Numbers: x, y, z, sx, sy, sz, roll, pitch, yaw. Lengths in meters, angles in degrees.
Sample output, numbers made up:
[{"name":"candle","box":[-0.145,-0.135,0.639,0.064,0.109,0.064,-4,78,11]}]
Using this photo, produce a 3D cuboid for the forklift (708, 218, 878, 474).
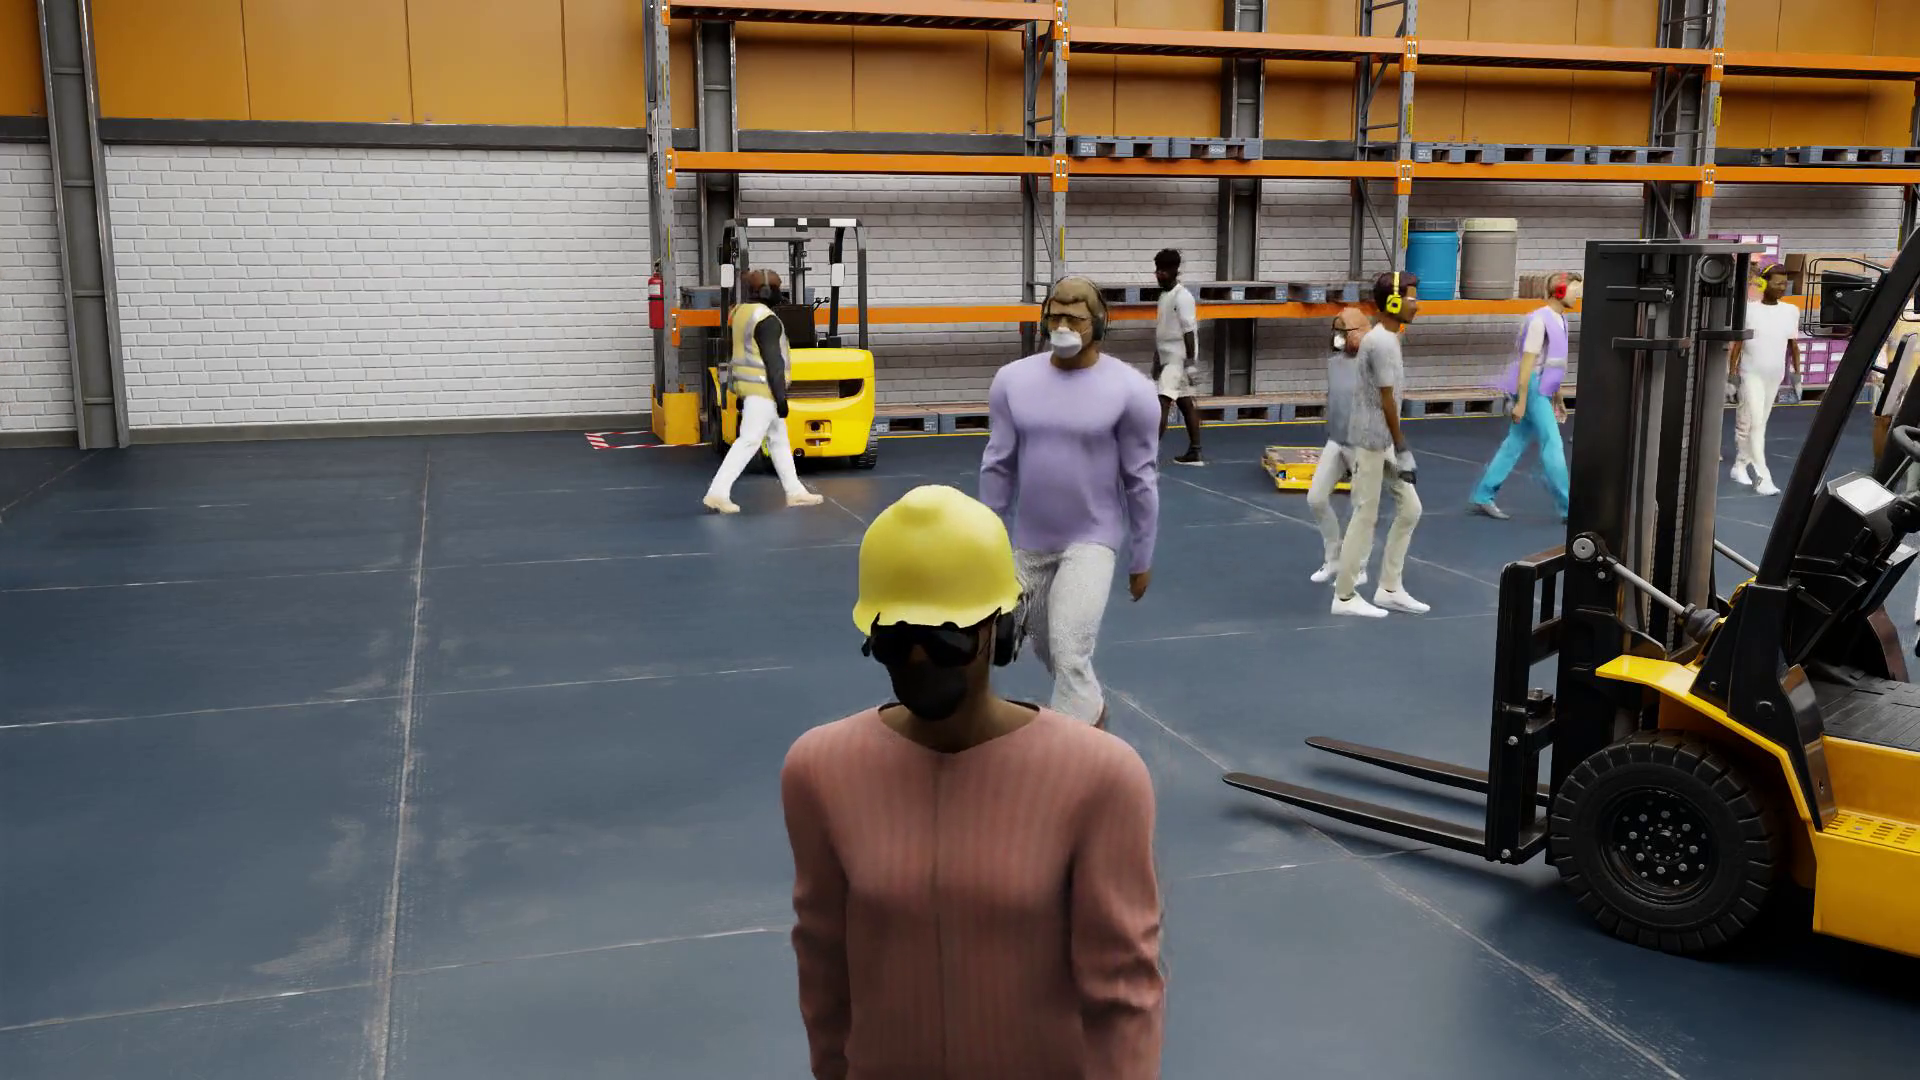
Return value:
[{"name":"forklift","box":[-1.522,-1.778,14.899,1.214,2.155,2.313,-3,11,-17]}]

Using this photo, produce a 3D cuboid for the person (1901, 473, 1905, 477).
[{"name":"person","box":[8.106,-1.437,13.835,0.856,1.891,0.534,-3,11,-16]}]

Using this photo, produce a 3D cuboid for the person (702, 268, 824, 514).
[{"name":"person","box":[-1.490,-1.094,12.251,0.962,1.801,0.646,-5,11,-24]}]

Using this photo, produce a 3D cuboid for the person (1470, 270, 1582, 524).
[{"name":"person","box":[4.090,-1.002,11.765,0.919,1.791,0.578,5,12,26]}]

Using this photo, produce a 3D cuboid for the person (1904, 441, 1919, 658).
[{"name":"person","box":[4.680,-0.187,7.715,0.538,1.623,0.399,8,13,39]}]

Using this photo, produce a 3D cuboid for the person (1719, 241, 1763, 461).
[{"name":"person","box":[7.018,-1.689,14.994,0.622,1.987,0.405,0,10,2]}]

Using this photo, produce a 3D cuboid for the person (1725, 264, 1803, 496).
[{"name":"person","box":[6.439,-1.294,13.311,0.517,1.819,1.000,0,10,0]}]

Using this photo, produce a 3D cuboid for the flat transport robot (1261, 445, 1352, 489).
[{"name":"flat transport robot","box":[2.894,-0.610,13.770,0.652,0.197,1.431,1,10,5]}]

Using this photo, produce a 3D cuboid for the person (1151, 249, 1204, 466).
[{"name":"person","box":[1.776,-1.562,14.498,0.879,1.905,0.693,-1,10,-6]}]

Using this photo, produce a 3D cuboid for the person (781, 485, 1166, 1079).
[{"name":"person","box":[0.001,0.781,2.207,0.530,1.708,0.943,2,11,10]}]

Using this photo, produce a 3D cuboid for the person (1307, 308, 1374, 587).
[{"name":"person","box":[2.219,-0.518,9.555,0.416,1.615,0.508,-6,12,-30]}]

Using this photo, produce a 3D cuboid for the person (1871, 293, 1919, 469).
[{"name":"person","box":[7.419,-1.277,12.970,0.553,1.883,1.015,2,11,11]}]

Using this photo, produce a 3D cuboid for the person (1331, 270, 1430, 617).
[{"name":"person","box":[2.290,-0.482,8.767,0.660,1.846,0.512,4,11,20]}]

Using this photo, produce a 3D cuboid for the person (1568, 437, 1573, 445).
[{"name":"person","box":[6.144,-1.707,15.552,0.880,1.809,0.544,-2,11,-13]}]

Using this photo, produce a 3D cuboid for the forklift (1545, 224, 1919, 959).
[{"name":"forklift","box":[2.909,0.117,4.508,2.313,2.155,1.214,9,14,40]}]

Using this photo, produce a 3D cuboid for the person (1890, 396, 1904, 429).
[{"name":"person","box":[9.873,-1.983,16.973,0.797,1.859,0.597,0,10,1]}]

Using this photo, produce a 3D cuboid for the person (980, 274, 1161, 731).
[{"name":"person","box":[0.413,0.004,5.946,0.632,1.905,0.960,6,12,28]}]
